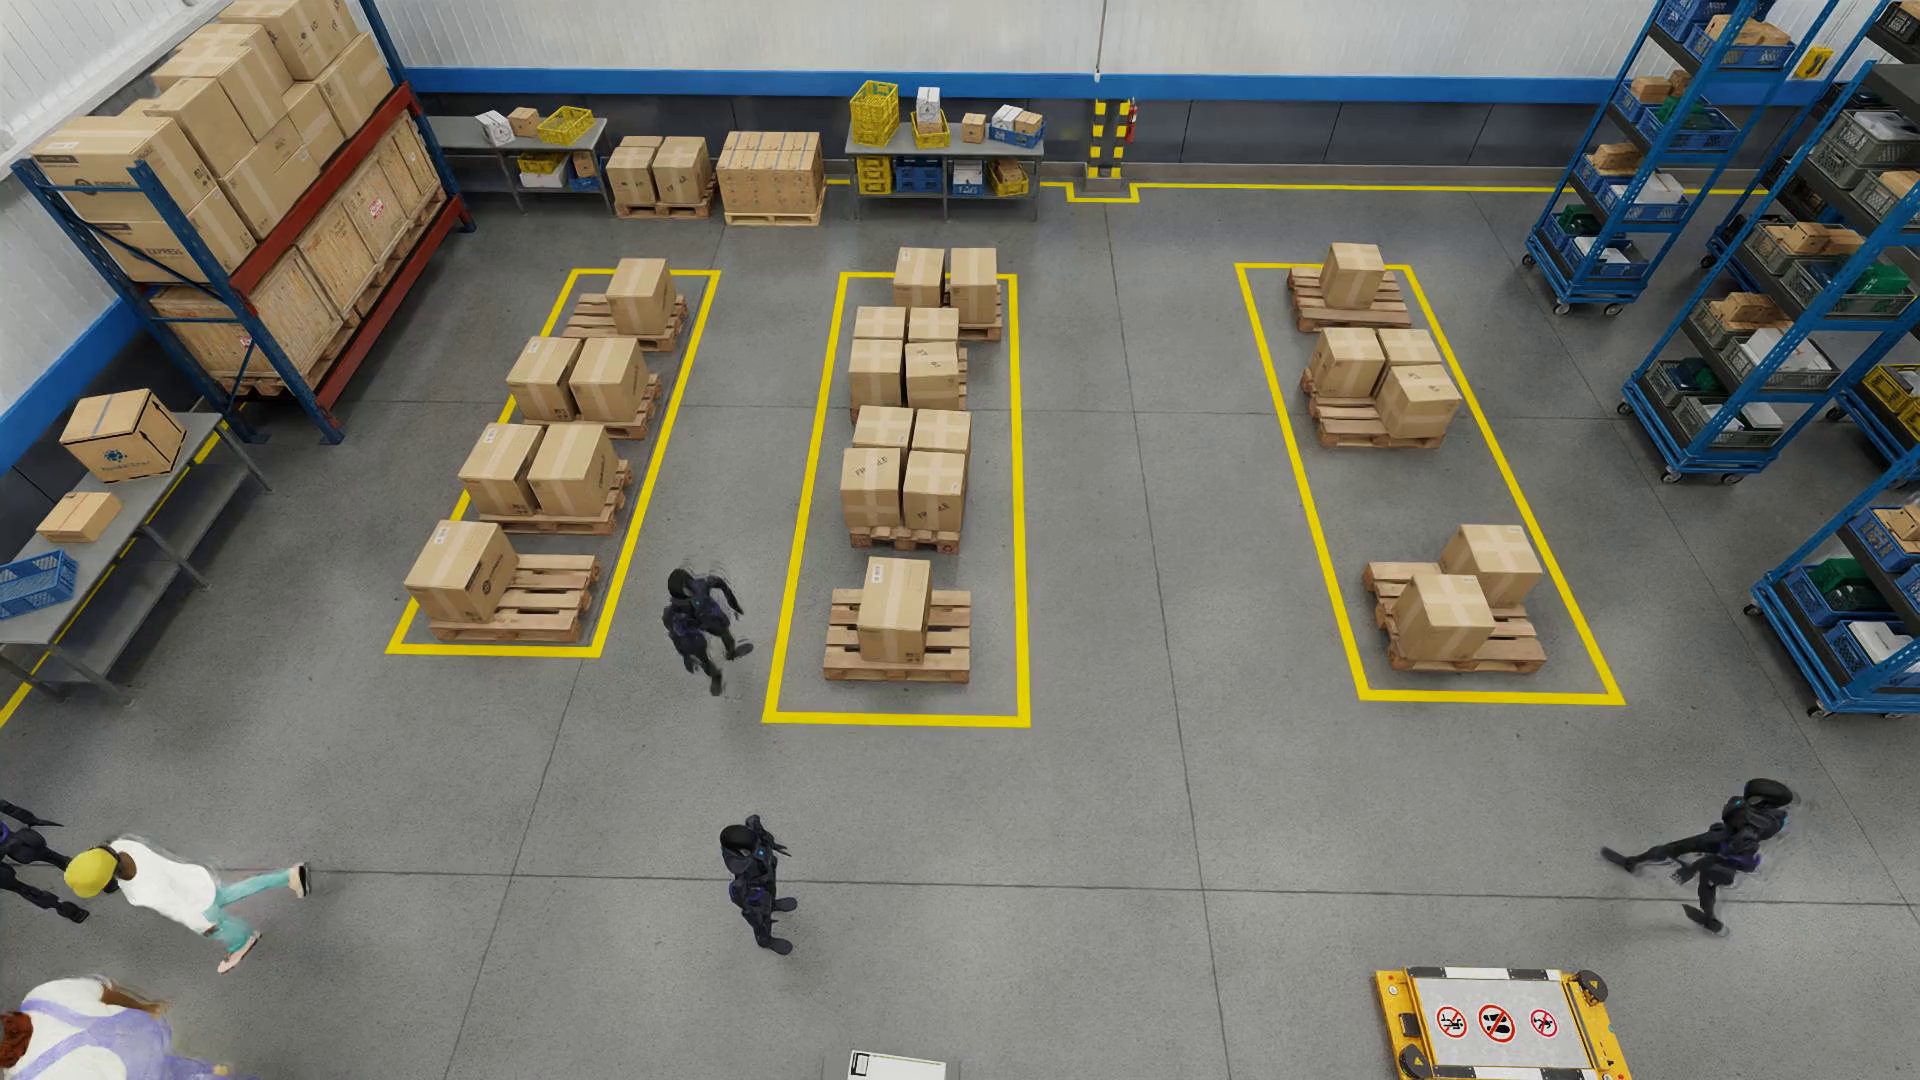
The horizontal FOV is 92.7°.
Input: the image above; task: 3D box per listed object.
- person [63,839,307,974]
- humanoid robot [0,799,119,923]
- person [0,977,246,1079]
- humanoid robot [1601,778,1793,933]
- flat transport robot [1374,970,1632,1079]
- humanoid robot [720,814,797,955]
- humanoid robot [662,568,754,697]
[{"bbox_3d":[-4.801,2.192,5.765,0.551,1.721,0.694,34,59,25],"label":"person"},{"bbox_3d":[-6.241,2.027,5.915,0.310,1.658,0.610,24,55,18],"label":"humanoid robot"},{"bbox_3d":[-4.666,2.912,4.970,0.665,2.000,0.706,-25,55,-19],"label":"person"},{"bbox_3d":[5.028,2.025,5.979,0.795,1.617,0.625,27,56,20],"label":"humanoid robot"},{"bbox_3d":[3.501,3.133,5.914,1.431,0.197,0.652,1,51,1],"label":"flat transport robot"},{"bbox_3d":[-1.260,2.167,5.801,0.310,1.657,0.610,1,51,1],"label":"humanoid robot"},{"bbox_3d":[-1.942,0.644,7.061,0.427,1.624,0.663,35,59,25],"label":"humanoid robot"}]
